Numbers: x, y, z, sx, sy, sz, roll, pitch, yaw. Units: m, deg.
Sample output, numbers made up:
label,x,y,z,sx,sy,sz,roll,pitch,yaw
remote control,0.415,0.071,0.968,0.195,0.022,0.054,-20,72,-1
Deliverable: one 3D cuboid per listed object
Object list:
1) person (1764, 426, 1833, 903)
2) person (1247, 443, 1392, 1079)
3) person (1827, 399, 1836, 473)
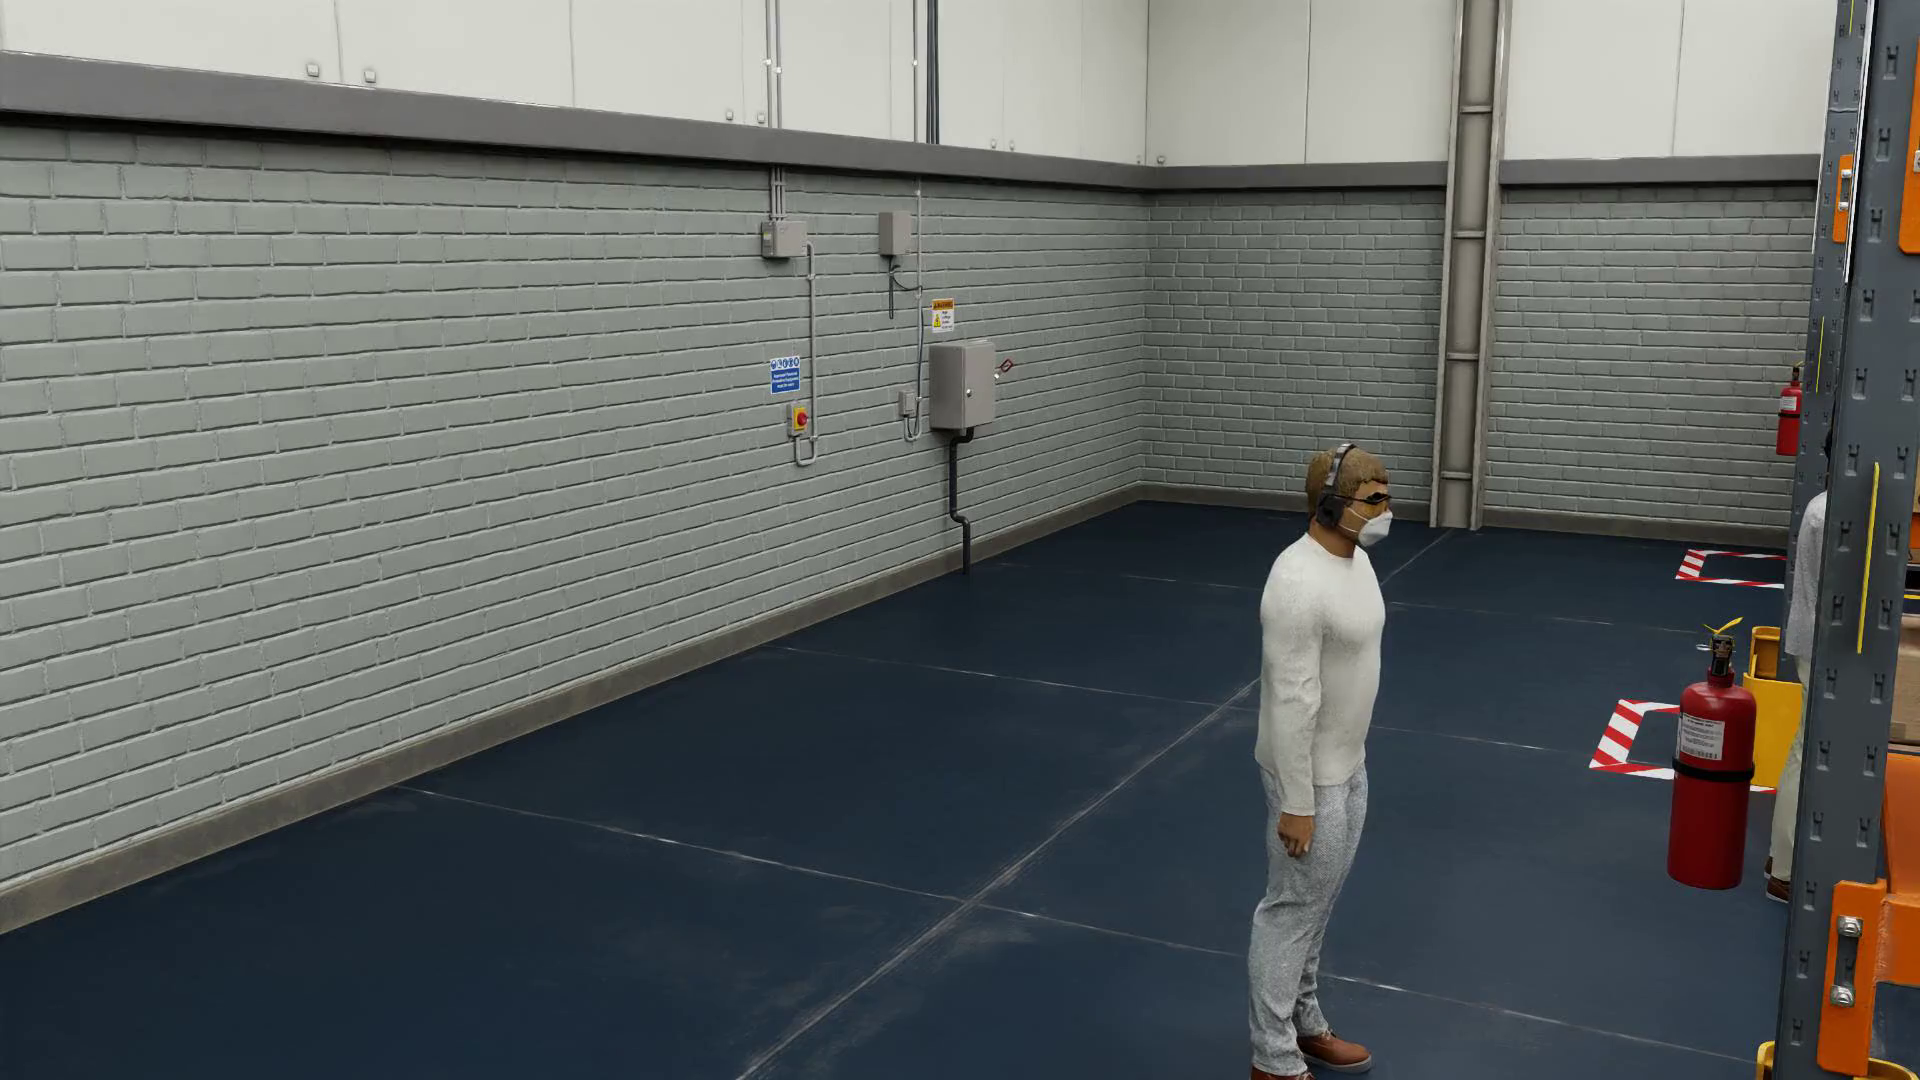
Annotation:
label,x,y,z,sx,sy,sz,roll,pitch,yaw
person,3.269,0.454,6.252,0.309,1.864,0.534,5,12,27
person,1.042,0.679,4.824,0.355,1.936,0.635,5,12,27
person,5.472,-0.319,10.116,0.401,1.989,0.623,5,12,27
